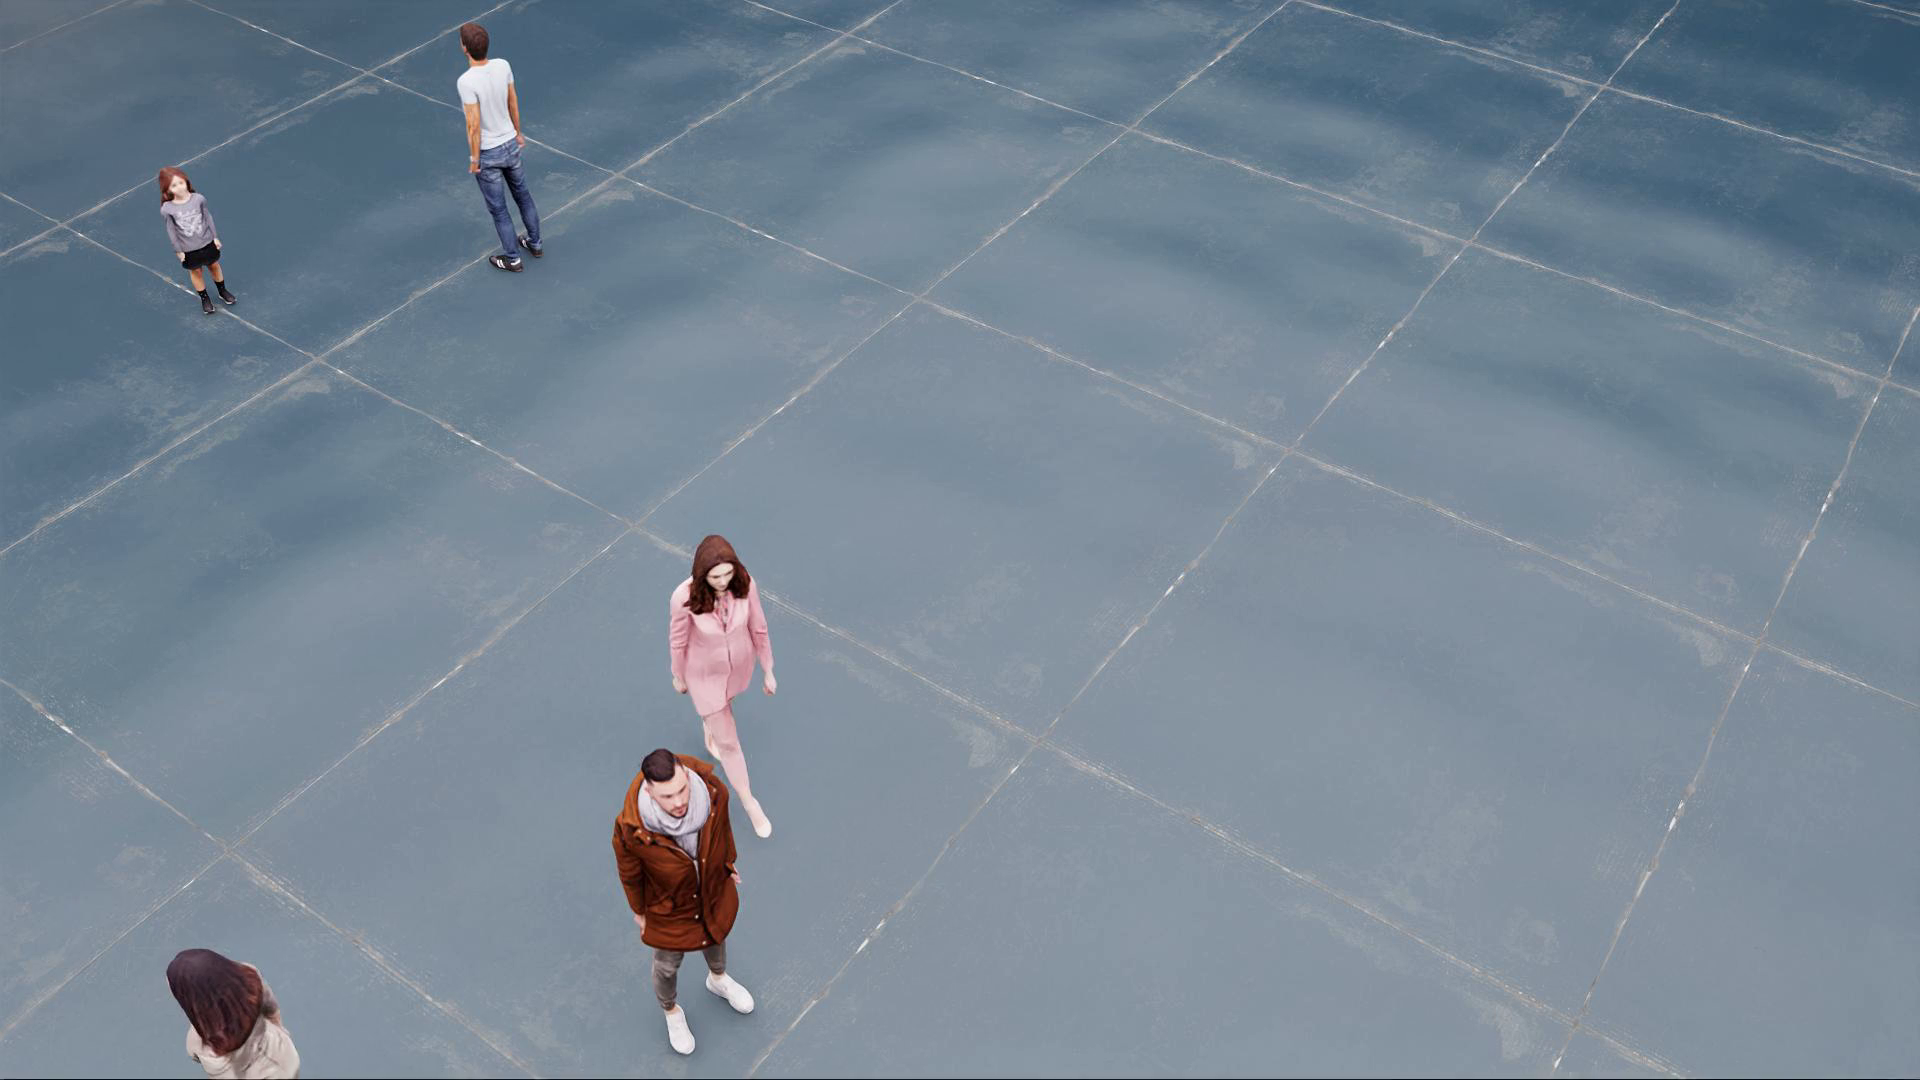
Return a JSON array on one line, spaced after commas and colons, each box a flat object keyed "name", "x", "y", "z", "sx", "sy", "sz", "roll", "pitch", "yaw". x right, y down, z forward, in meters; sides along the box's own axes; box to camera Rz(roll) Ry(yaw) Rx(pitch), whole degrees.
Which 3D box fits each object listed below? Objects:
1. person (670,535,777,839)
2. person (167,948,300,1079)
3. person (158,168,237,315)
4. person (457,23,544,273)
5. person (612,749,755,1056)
[{"name": "person", "x": -1.218, "y": 0.587, "z": 8.311, "sx": 0.971, "sy": 1.744, "sz": 1.240, "roll": -20, "pitch": 47, "yaw": -20}, {"name": "person", "x": -2.715, "y": 2.150, "z": 6.645, "sx": 0.982, "sy": 1.733, "sz": 0.838, "roll": 5, "pitch": 43, "yaw": 5}, {"name": "person", "x": -5.380, "y": -2.123, "z": 11.682, "sx": 0.506, "sy": 1.104, "sz": 0.499, "roll": -32, "pitch": 52, "yaw": -30}, {"name": "person", "x": -3.298, "y": -2.791, "z": 11.839, "sx": 0.512, "sy": 1.866, "sz": 0.634, "roll": 25, "pitch": 49, "yaw": 24}, {"name": "person", "x": -1.200, "y": 1.535, "z": 7.227, "sx": 0.785, "sy": 1.838, "sz": 0.786, "roll": -28, "pitch": 50, "yaw": -27}]
